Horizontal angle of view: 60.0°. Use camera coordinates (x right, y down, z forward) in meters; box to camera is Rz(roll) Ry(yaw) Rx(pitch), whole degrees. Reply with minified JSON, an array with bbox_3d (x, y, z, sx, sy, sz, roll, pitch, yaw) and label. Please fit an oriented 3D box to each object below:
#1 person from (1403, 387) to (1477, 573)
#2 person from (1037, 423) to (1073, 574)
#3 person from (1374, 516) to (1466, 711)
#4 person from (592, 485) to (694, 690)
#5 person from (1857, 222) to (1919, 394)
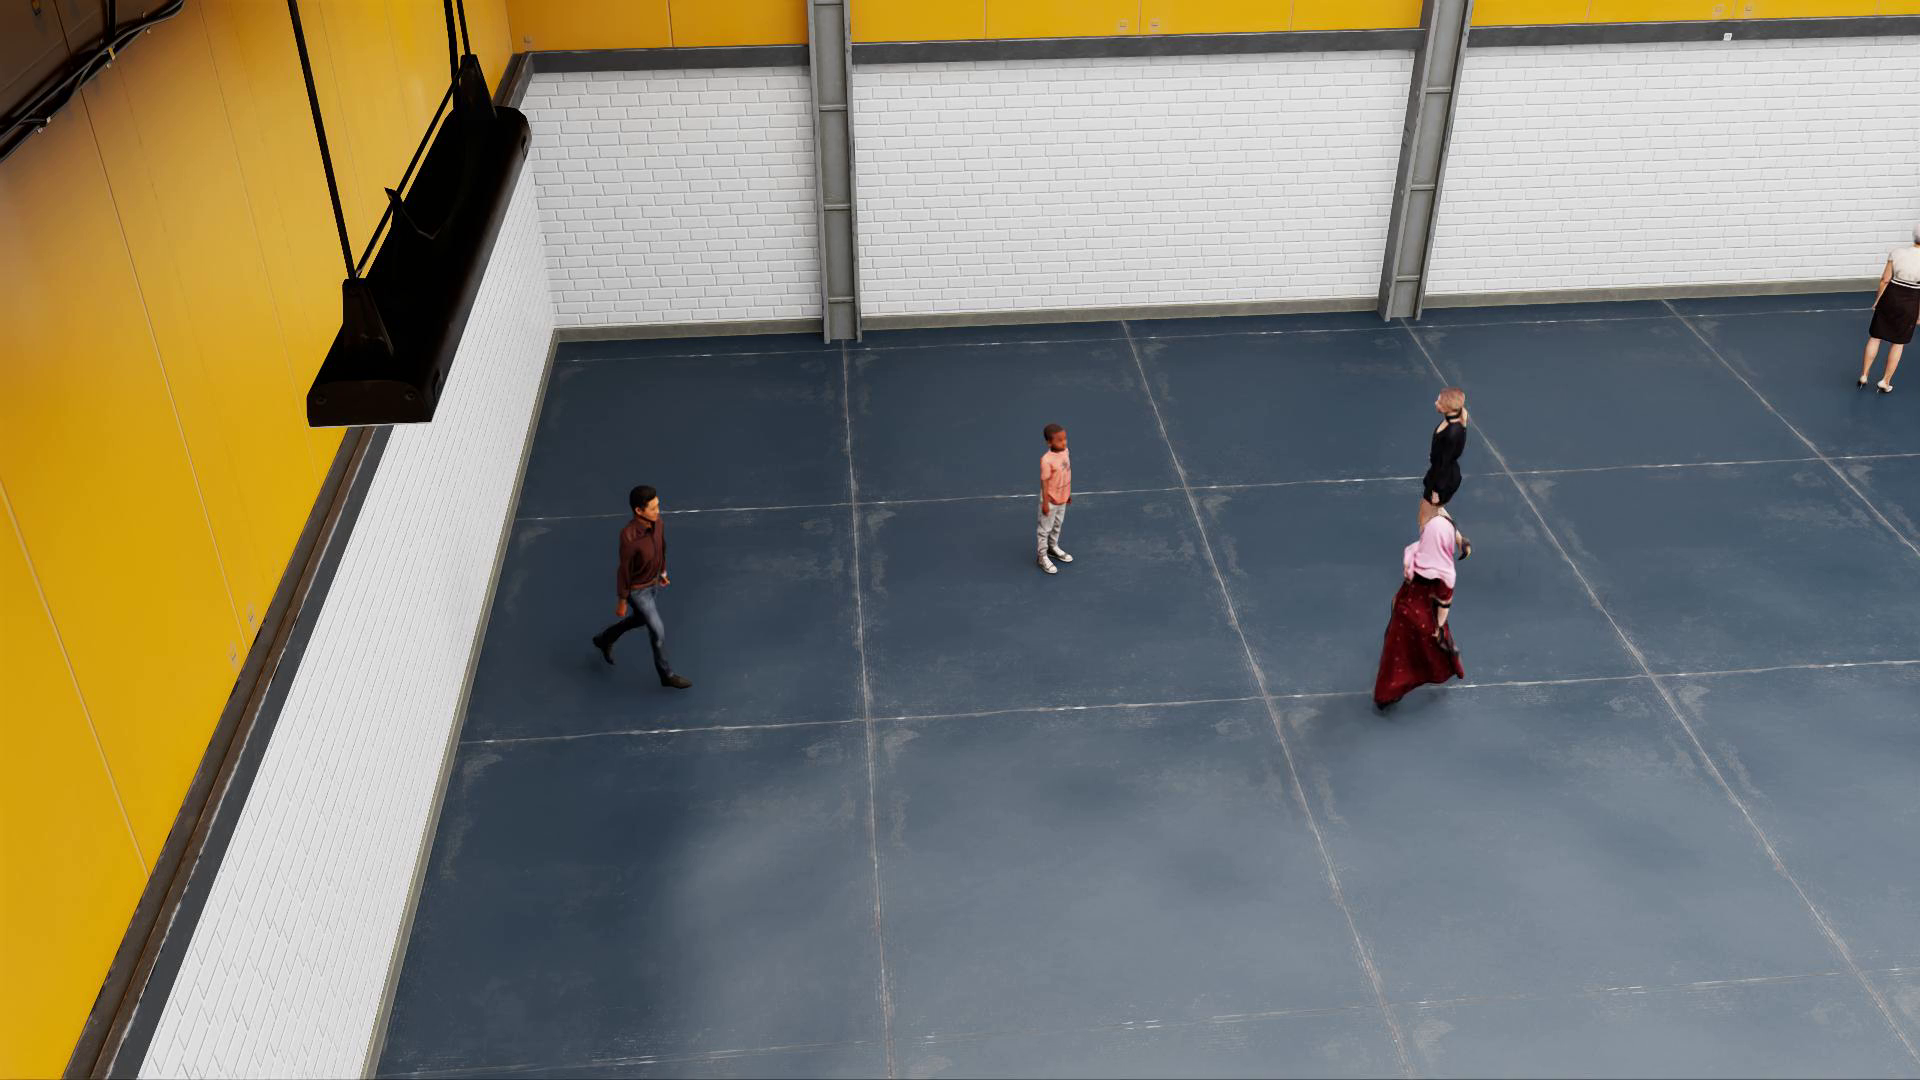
[{"bbox_3d":[3.942,-0.441,13.381,0.869,1.751,0.753,11,35,15],"label":"person"},{"bbox_3d":[0.765,-0.373,13.677,0.628,1.310,0.565,26,41,33],"label":"person"},{"bbox_3d":[3.276,0.545,12.011,1.168,1.626,1.009,-24,40,-31],"label":"person"},{"bbox_3d":[-2.432,0.338,12.224,1.208,1.735,0.970,11,35,16],"label":"person"},{"bbox_3d":[9.078,-2.244,16.091,0.743,1.754,0.705,-29,43,-36],"label":"person"}]
